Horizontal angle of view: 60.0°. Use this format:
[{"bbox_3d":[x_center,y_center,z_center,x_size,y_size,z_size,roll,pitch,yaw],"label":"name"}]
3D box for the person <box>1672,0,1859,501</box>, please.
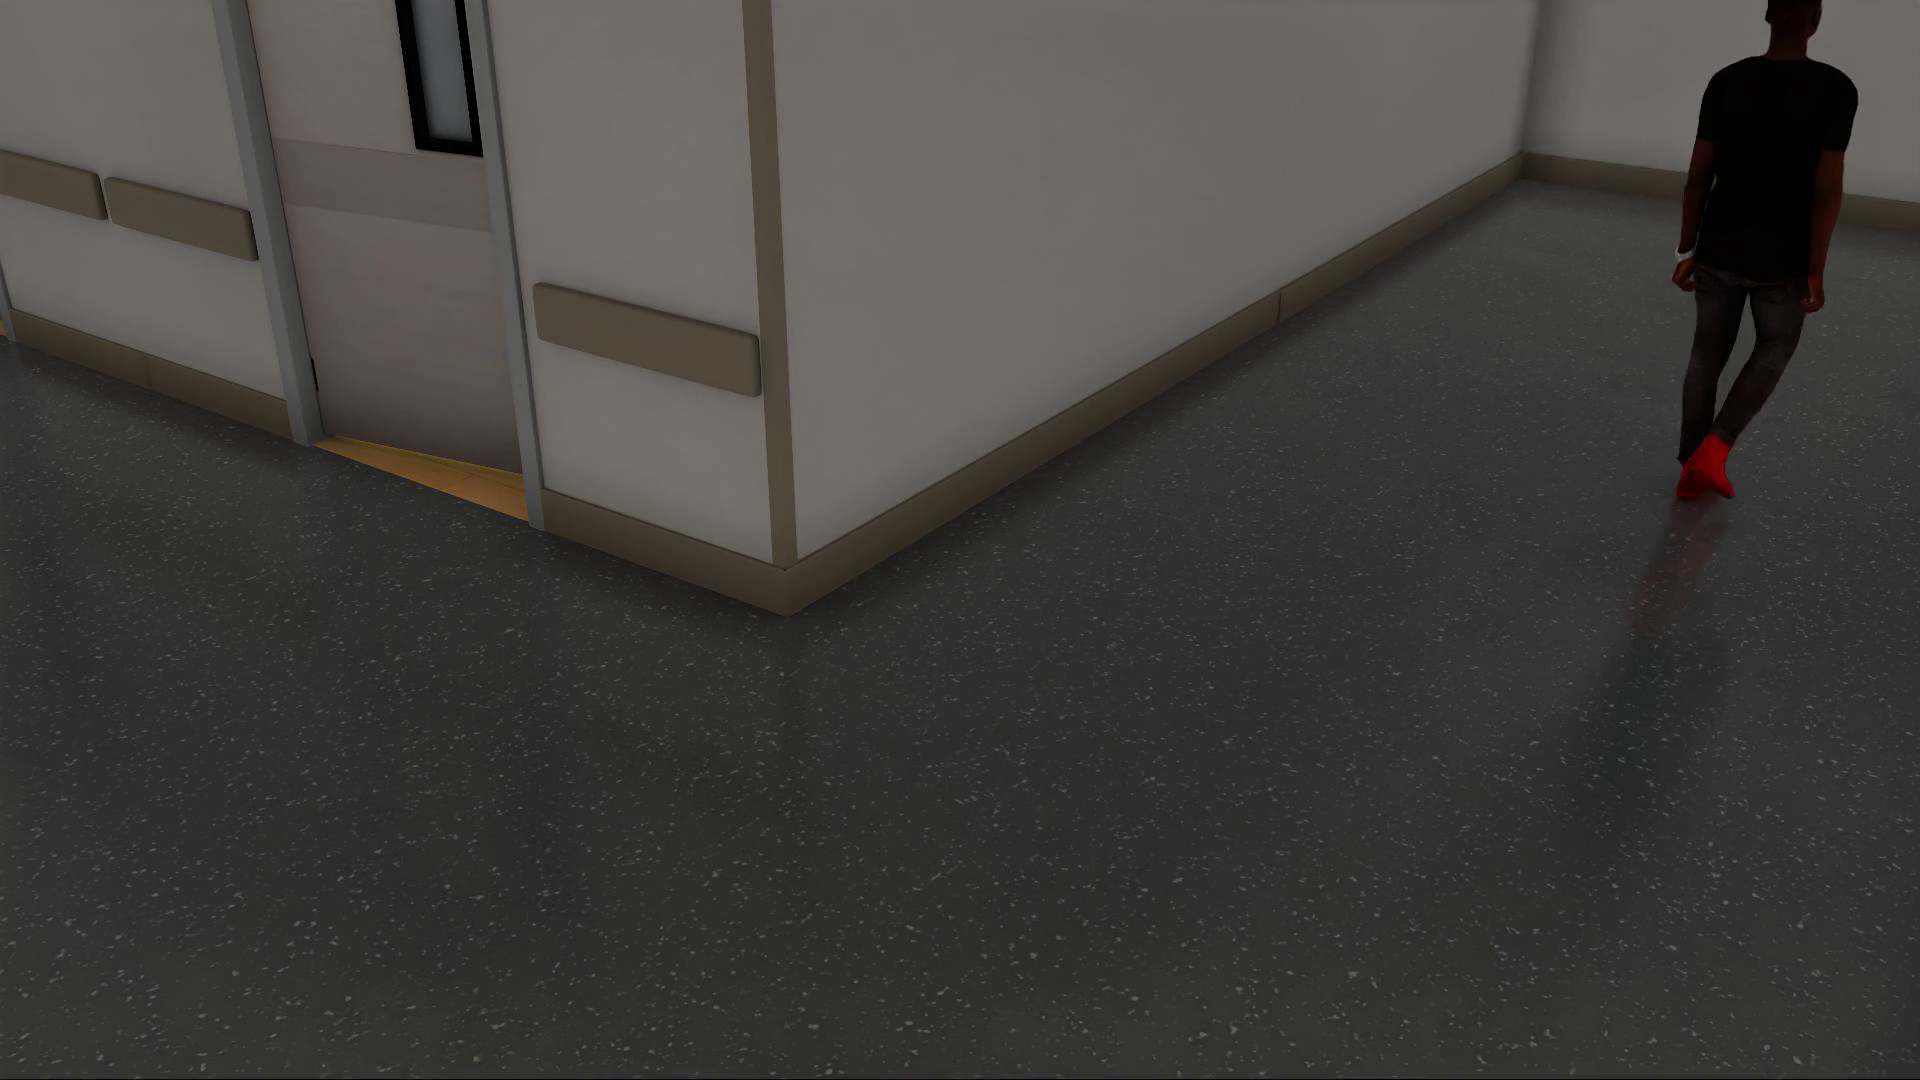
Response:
[{"bbox_3d":[2.611,-0.940,5.547,0.707,1.797,0.743,22,33,37],"label":"person"}]
